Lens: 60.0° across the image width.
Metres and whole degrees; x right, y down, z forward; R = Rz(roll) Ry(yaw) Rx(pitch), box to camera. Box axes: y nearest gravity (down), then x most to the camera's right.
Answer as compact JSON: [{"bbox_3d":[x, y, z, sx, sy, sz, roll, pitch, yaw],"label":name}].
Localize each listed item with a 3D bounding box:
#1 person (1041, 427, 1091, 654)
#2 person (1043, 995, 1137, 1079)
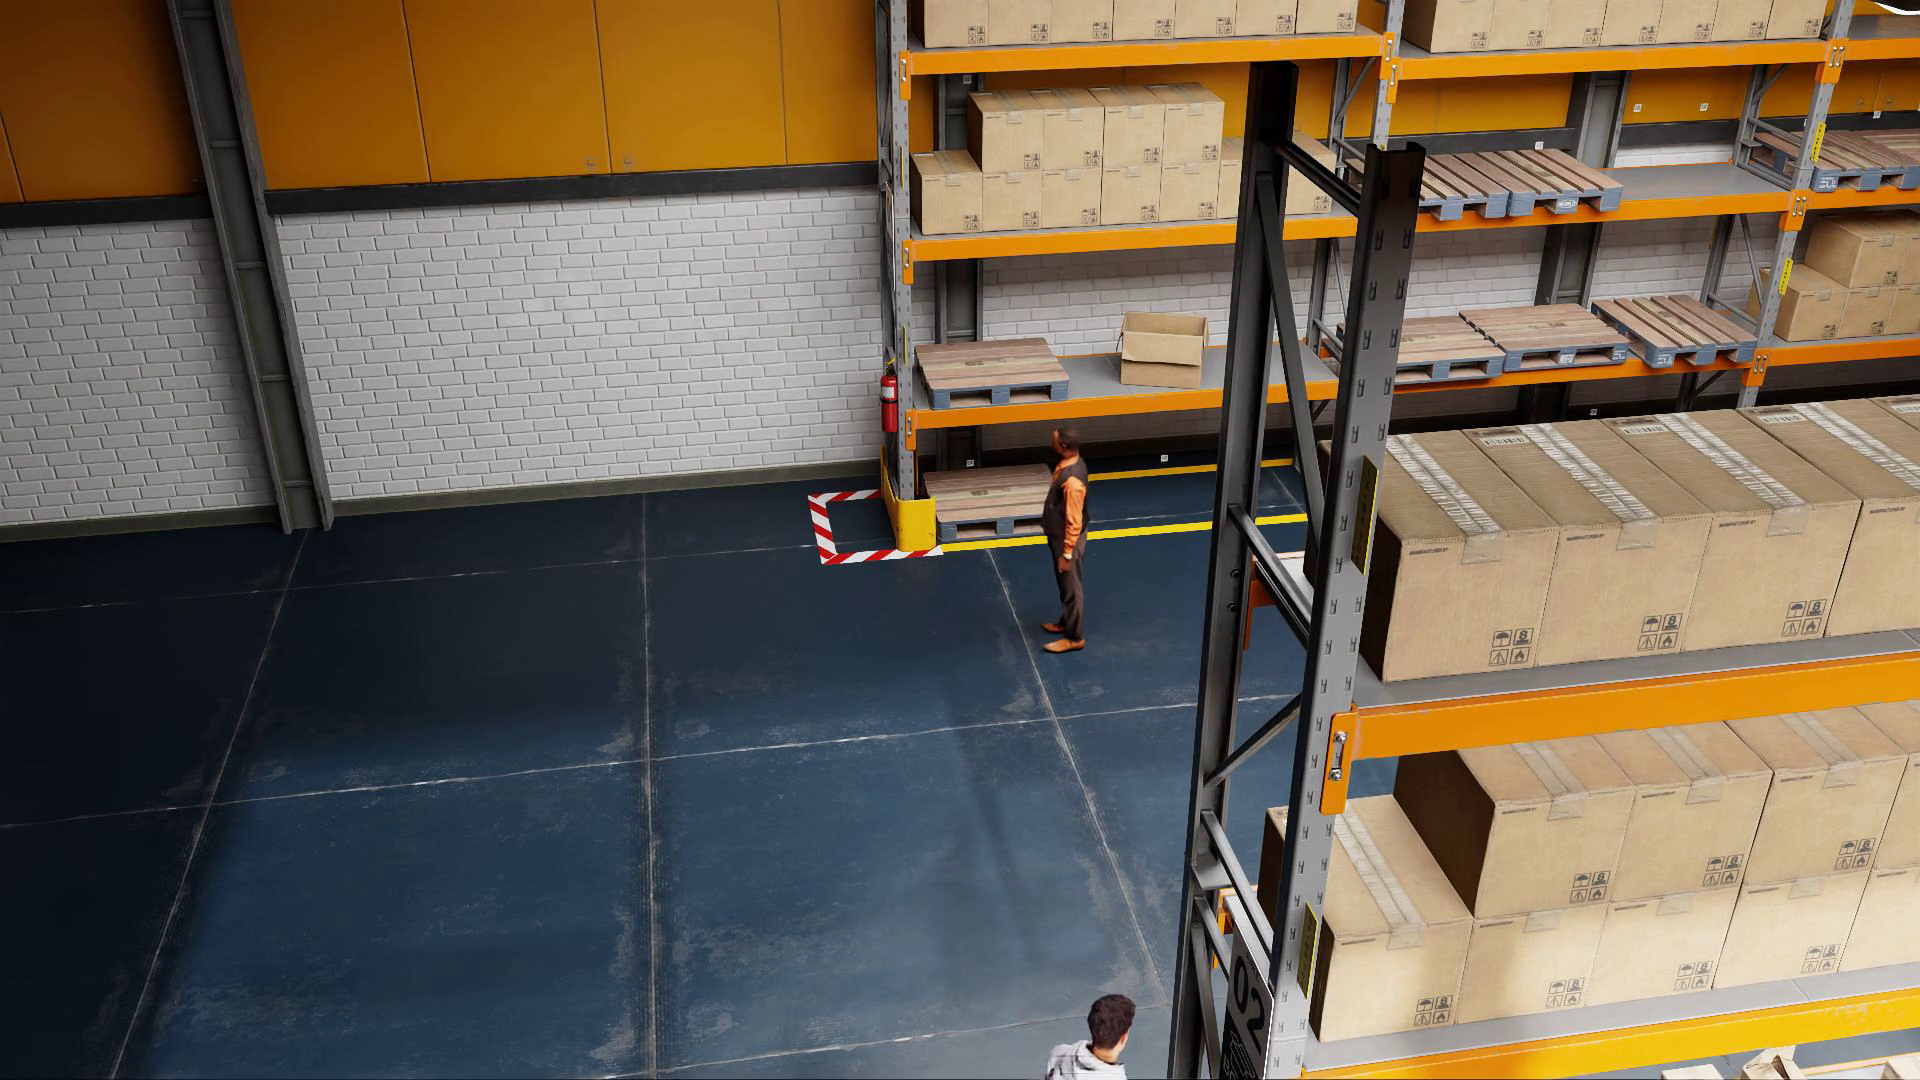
[{"bbox_3d":[0.852,-0.016,12.903,0.669,1.907,0.734,1,29,1],"label":"person"},{"bbox_3d":[0.480,2.987,7.554,1.209,1.757,1.393,24,37,37],"label":"person"}]
